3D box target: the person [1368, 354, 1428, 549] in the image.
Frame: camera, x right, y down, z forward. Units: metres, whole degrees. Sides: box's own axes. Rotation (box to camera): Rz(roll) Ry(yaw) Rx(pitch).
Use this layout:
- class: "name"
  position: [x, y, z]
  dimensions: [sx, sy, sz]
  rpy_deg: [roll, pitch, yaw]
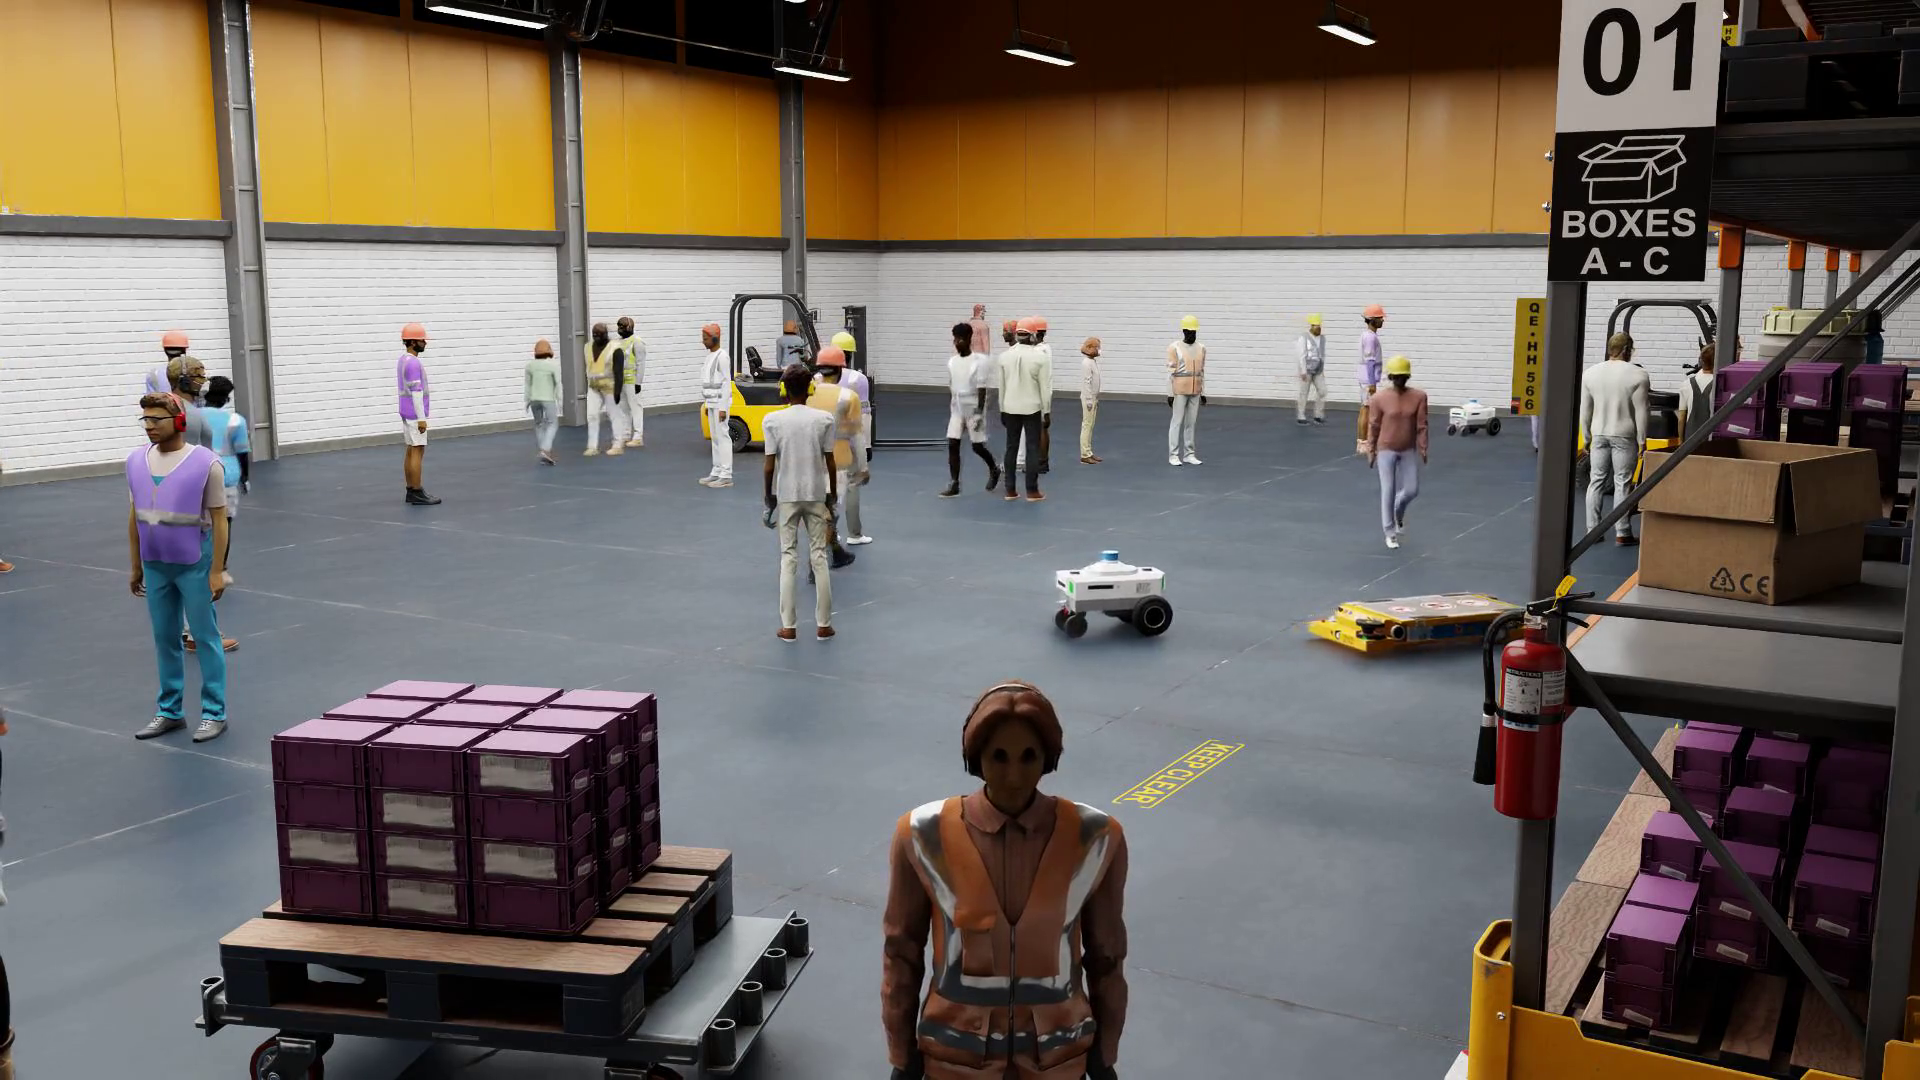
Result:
- class: "person"
  position: [3.922, -0.807, 14.955]
  dimensions: [0.533, 1.743, 0.504]
  rpy_deg: [0, 9, 0]

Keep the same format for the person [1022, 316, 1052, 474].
- class: "person"
  position: [0.945, -1.777, 20.443]
  dimensions: [0.365, 1.935, 0.548]
  rpy_deg: [2, 9, 14]

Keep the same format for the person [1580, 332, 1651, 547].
- class: "person"
  position: [5.907, -0.908, 15.023]
  dimensions: [0.627, 1.934, 0.370]
  rpy_deg: [9, 13, 44]

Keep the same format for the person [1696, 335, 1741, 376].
- class: "person"
  position: [7.085, -0.964, 15.460]
  dimensions: [0.639, 1.909, 0.409]
  rpy_deg: [-7, 12, -38]

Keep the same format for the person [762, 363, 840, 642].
- class: "person"
  position: [-1.065, -0.247, 11.115]
  dimensions: [0.519, 1.865, 0.327]
  rpy_deg: [-1, 9, -9]

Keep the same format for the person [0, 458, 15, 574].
- class: "person"
  position: [-8.069, -0.661, 13.475]
  dimensions: [0.629, 1.937, 0.379]
  rpy_deg: [1, 9, 5]

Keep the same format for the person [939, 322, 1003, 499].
- class: "person"
  position: [0.122, -1.433, 18.303]
  dimensions: [0.590, 1.934, 0.822]
  rpy_deg: [7, 11, 37]

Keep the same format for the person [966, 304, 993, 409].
- class: "person"
  position: [0.349, -3.319, 30.161]
  dimensions: [0.403, 1.904, 0.651]
  rpy_deg: [-7, 11, -36]

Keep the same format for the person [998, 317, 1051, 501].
- class: "person"
  position: [0.706, -1.413, 18.024]
  dimensions: [0.620, 1.984, 0.403]
  rpy_deg: [4, 10, 23]

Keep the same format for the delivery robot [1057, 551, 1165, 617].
- class: "delivery robot"
  position: [1.028, 0.317, 11.377]
  dimensions: [0.707, 0.478, 0.477]
  rpy_deg: [-2, 9, -13]

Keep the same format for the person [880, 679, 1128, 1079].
- class: "person"
  position: [0.092, 1.093, 3.455]
  dimensions: [0.512, 1.638, 0.307]
  rpy_deg: [-1, 9, -4]

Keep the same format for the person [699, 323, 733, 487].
- class: "person"
  position: [-2.805, -1.549, 19.166]
  dimensions: [0.358, 1.887, 0.572]
  rpy_deg: [-4, 10, -25]

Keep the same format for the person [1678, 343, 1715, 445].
- class: "person"
  position: [6.585, -0.808, 14.675]
  dimensions: [0.345, 1.845, 0.508]
  rpy_deg: [-8, 12, -41]

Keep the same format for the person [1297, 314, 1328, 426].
- class: "person"
  position: [5.702, -2.727, 26.773]
  dimensions: [0.605, 1.811, 0.640]
  rpy_deg: [-5, 10, -29]

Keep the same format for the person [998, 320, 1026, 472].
- class: "person"
  position: [0.671, -1.779, 20.619]
  dimensions: [0.362, 1.883, 0.576]
  rpy_deg: [-1, 9, -4]

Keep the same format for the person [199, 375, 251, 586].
- class: "person"
  position: [-5.848, -0.460, 13.048]
  dimensions: [0.555, 1.659, 0.406]
  rpy_deg: [-3, 10, -17]

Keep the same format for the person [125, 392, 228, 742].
- class: "person"
  position: [-4.111, 0.137, 8.772]
  dimensions: [0.565, 1.846, 0.389]
  rpy_deg: [2, 9, 11]

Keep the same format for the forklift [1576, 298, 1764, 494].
- class: "forklift"
  position: [7.954, -1.589, 18.462]
  dimensions: [2.313, 2.155, 1.214]
  rpy_deg: [5, 11, 30]

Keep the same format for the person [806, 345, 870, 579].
- class: "person"
  position: [-1.049, -0.638, 13.512]
  dimensions: [0.570, 1.885, 1.014]
  rpy_deg: [4, 10, 21]

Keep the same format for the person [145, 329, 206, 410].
- class: "person"
  position: [-7.356, -1.021, 15.715]
  dimensions: [0.547, 1.937, 0.372]
  rpy_deg: [-1, 9, -6]

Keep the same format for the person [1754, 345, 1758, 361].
- class: "person"
  position: [11.676, -2.229, 23.741]
  dimensions: [0.717, 1.785, 0.450]
  rpy_deg: [0, 9, -3]

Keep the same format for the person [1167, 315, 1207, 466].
- class: "person"
  position: [2.918, -1.911, 21.301]
  dimensions: [0.594, 1.924, 0.383]
  rpy_deg: [-5, 10, -29]

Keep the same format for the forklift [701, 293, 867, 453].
- class: "forklift"
  position: [-2.458, -2.344, 23.176]
  dimensions: [2.313, 2.155, 1.214]
  rpy_deg: [0, 9, -2]

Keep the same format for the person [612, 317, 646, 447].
- class: "person"
  position: [-4.737, -2.251, 23.695]
  dimensions: [0.629, 1.843, 0.429]
  rpy_deg: [9, 13, 43]

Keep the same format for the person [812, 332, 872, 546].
- class: "person"
  position: [-1.057, -0.910, 15.058]
  dimensions: [0.594, 1.924, 0.373]
  rpy_deg: [4, 10, 24]

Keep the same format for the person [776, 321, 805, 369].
- class: "person"
  position: [-2.964, -3.018, 29.121]
  dimensions: [0.501, 1.633, 0.285]
  rpy_deg: [0, 9, 1]

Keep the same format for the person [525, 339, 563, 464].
- class: "person"
  position: [-5.405, -1.775, 21.443]
  dimensions: [0.523, 1.611, 0.570]
  rpy_deg: [2, 9, 11]

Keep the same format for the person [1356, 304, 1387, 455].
- class: "person"
  position: [5.581, -2.175, 22.579]
  dimensions: [0.368, 2.048, 0.605]
  rpy_deg: [1, 9, 8]

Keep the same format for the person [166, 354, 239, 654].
- class: "person"
  position: [-4.977, -0.231, 10.781]
  dimensions: [0.363, 1.939, 0.636]
  rpy_deg: [-7, 11, -37]

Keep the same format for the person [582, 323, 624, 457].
- class: "person"
  position: [-4.805, -2.012, 22.348]
  dimensions: [0.645, 1.797, 0.767]
  rpy_deg: [4, 10, 21]

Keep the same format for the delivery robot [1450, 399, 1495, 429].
- class: "delivery robot"
  position: [7.764, -1.897, 25.194]
  dimensions: [0.707, 0.478, 0.477]
  rpy_deg: [-6, 11, -31]

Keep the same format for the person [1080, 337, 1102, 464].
- class: "person"
  position: [1.702, -1.806, 21.550]
  dimensions: [0.286, 1.636, 0.500]
  rpy_deg: [2, 9, 14]

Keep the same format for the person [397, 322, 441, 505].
- class: "person"
  position: [-5.776, -1.339, 17.701]
  dimensions: [0.361, 1.938, 0.545]
  rpy_deg: [-5, 11, -30]

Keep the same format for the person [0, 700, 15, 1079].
- class: "person"
  position: [-3.030, 0.846, 4.814]
  dimensions: [0.319, 1.695, 0.533]
  rpy_deg: [8, 12, 41]

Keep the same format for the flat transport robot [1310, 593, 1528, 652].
- class: "flat transport robot"
  position: [3.143, 0.540, 11.158]
  dimensions: [1.431, 0.197, 0.652]
  rpy_deg: [-3, 10, -21]

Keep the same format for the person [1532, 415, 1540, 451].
- class: "person"
  position: [7.993, -2.083, 22.607]
  dimensions: [0.661, 1.847, 1.014]
  rpy_deg: [4, 10, 22]
